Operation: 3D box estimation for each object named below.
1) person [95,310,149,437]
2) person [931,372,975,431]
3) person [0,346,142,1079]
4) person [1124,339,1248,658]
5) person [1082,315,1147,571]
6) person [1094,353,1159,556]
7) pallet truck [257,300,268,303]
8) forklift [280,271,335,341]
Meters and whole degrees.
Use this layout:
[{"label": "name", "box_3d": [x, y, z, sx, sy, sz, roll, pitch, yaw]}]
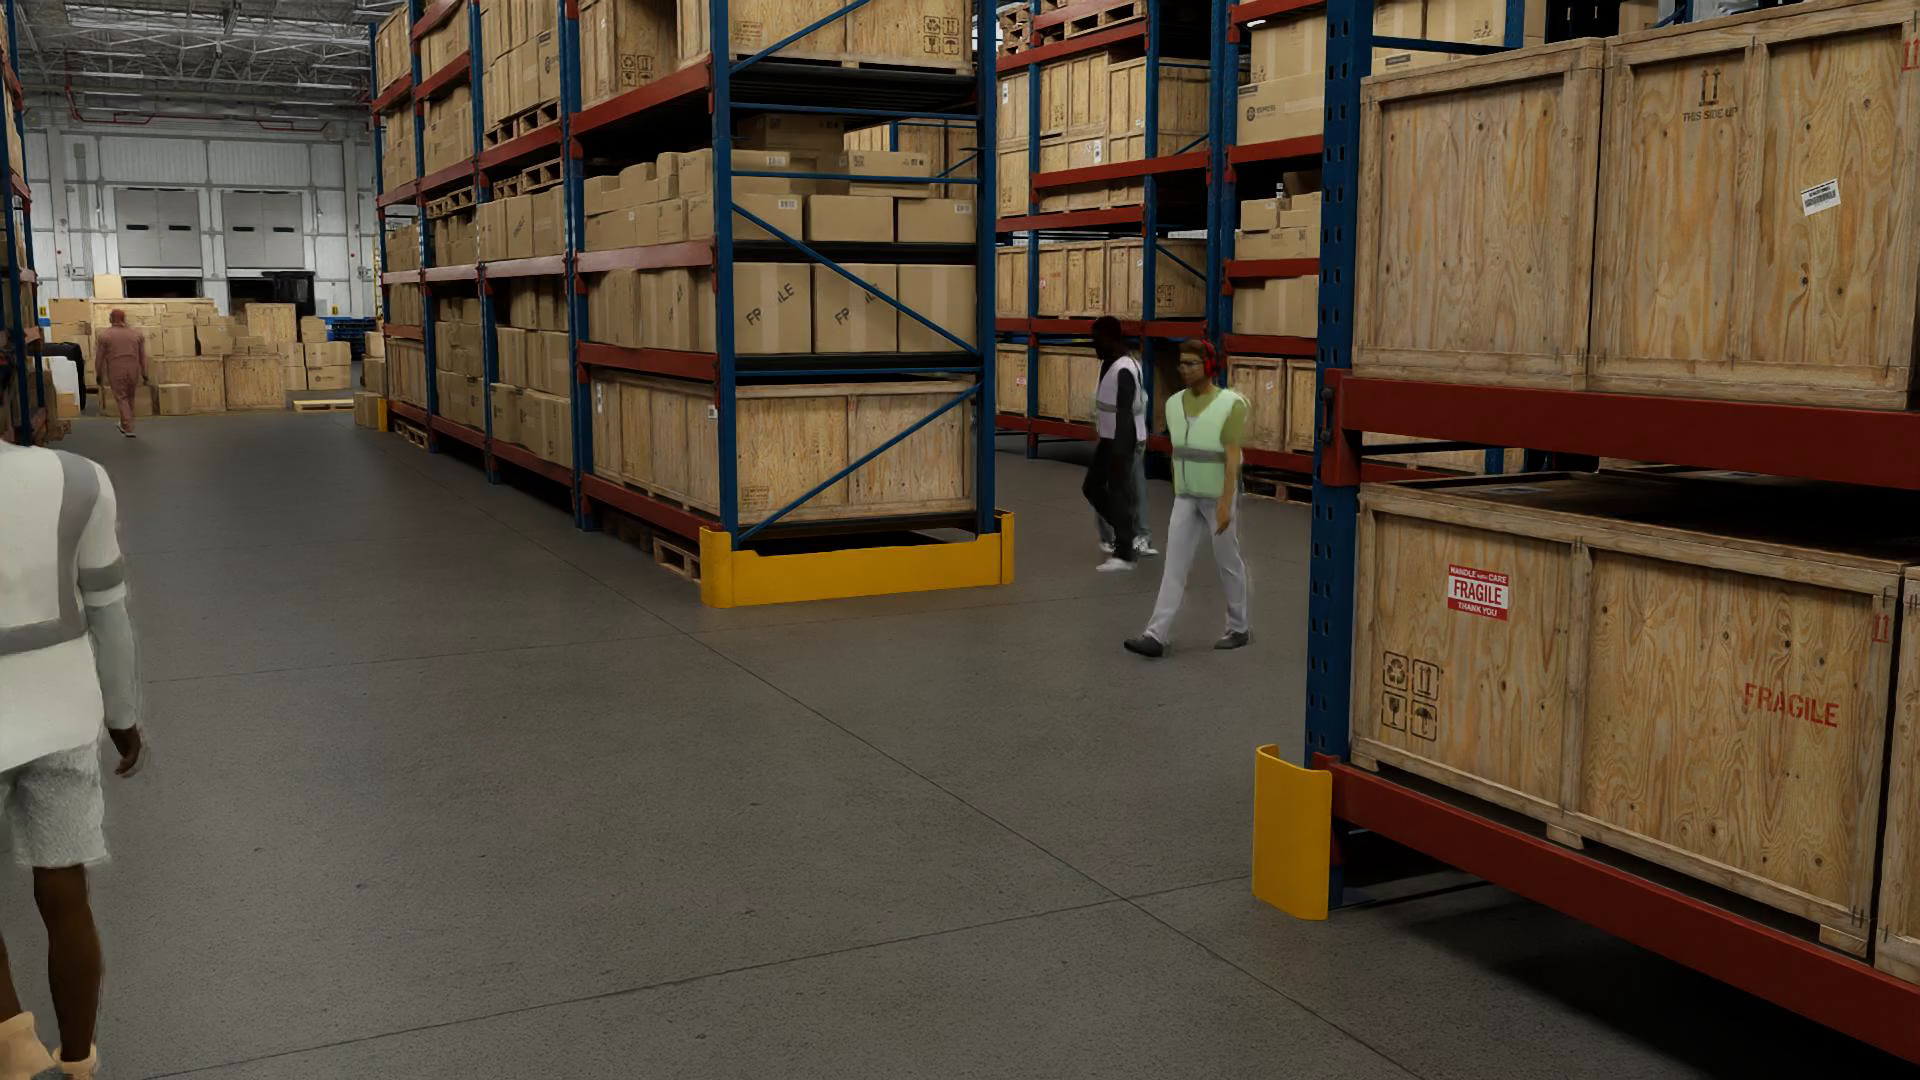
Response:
[{"label": "person", "box_3d": [-12.391, -2.456, 24.518, 0.976, 1.852, 0.676, 8, 11, 43]}, {"label": "person", "box_3d": [-0.191, -2.295, 24.312, 0.733, 1.605, 0.526, -1, 8, -10]}, {"label": "person", "box_3d": [-2.270, 0.449, 3.957, 0.670, 2.016, 0.435, -8, 11, -44]}, {"label": "person", "box_3d": [1.343, -0.227, 9.366, 0.979, 1.790, 0.589, -8, 11, -42]}, {"label": "person", "box_3d": [1.159, -0.716, 12.416, 0.450, 1.898, 0.696, -2, 8, -10]}, {"label": "person", "box_3d": [1.299, -0.650, 12.981, 0.492, 1.600, 0.725, -3, 9, -22]}, {"label": "pallet truck", "box_3d": [-23.913, -7.404, 58.171, 1.885, 1.965, 0.823, -1, 8, -9]}, {"label": "forklift", "box_3d": [-19.050, -6.375, 48.047, 1.873, 2.768, 1.129, 6, 10, 36]}]
